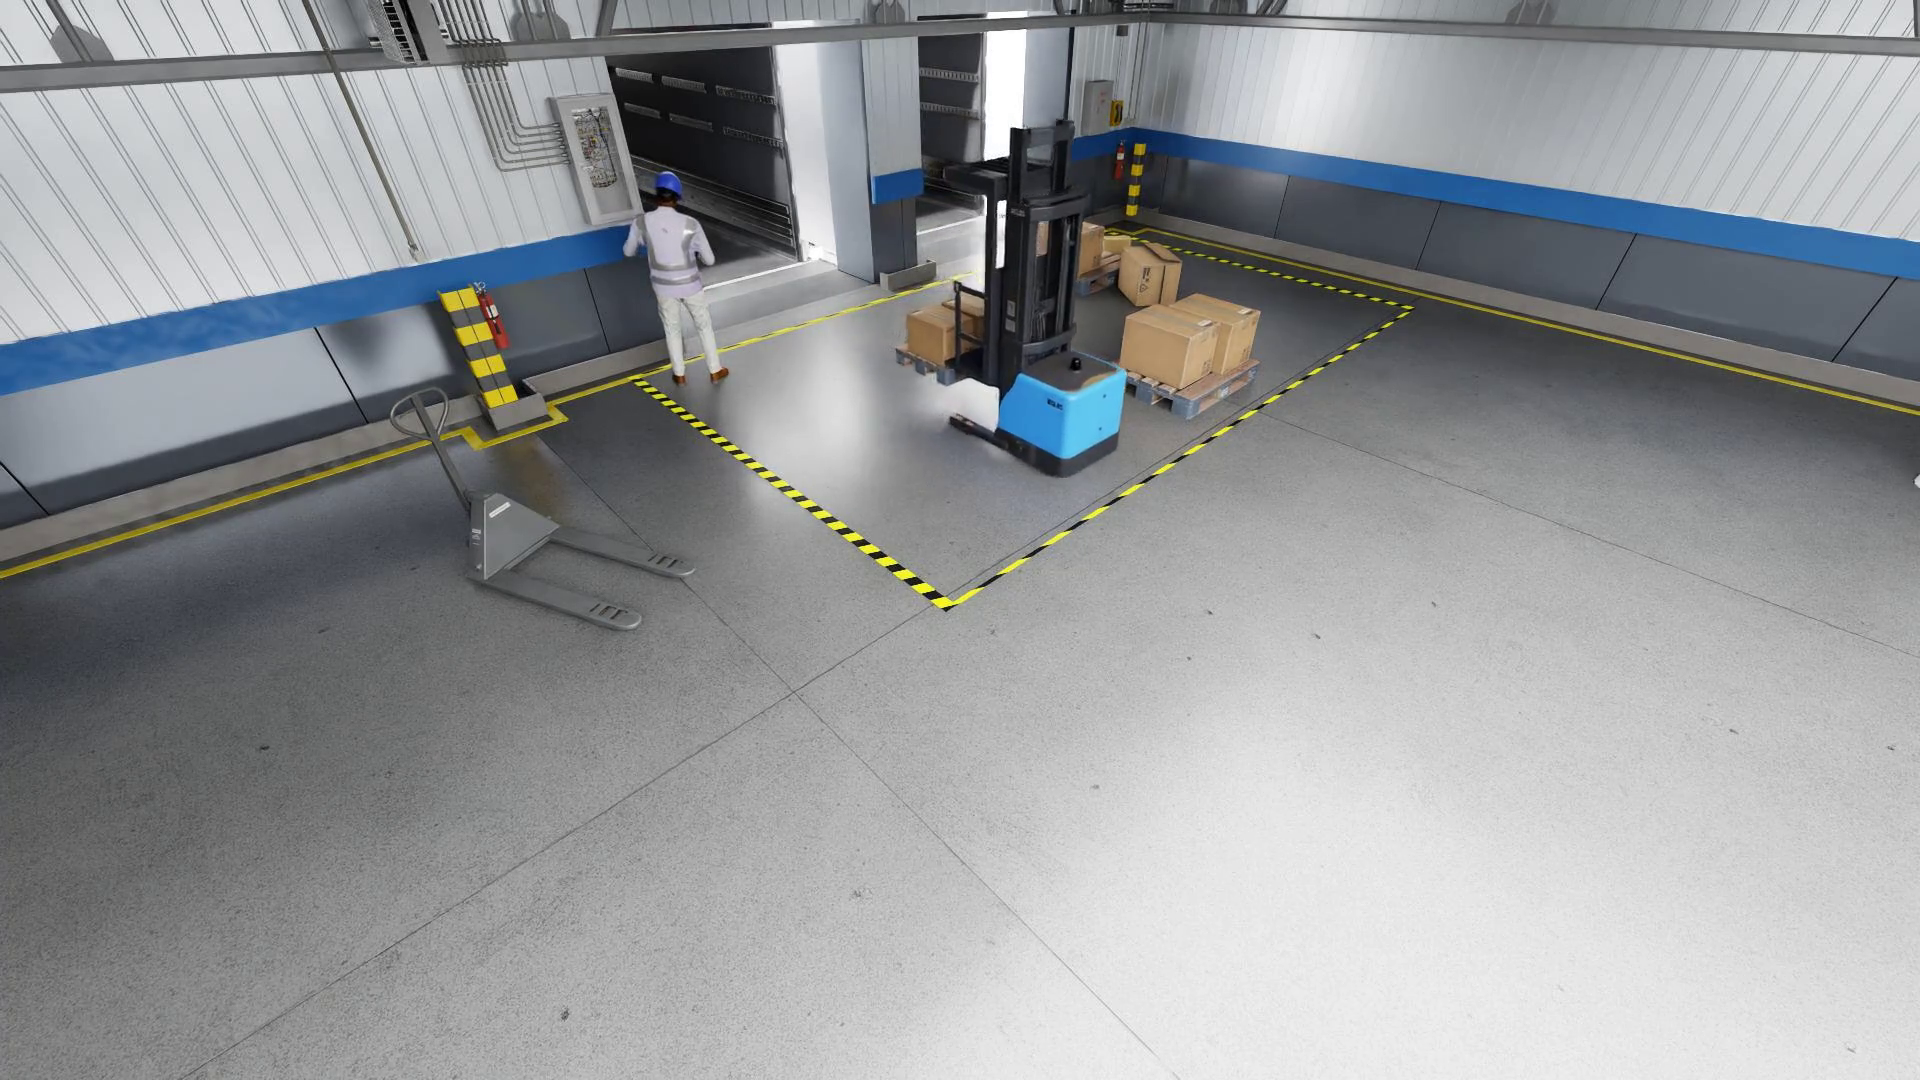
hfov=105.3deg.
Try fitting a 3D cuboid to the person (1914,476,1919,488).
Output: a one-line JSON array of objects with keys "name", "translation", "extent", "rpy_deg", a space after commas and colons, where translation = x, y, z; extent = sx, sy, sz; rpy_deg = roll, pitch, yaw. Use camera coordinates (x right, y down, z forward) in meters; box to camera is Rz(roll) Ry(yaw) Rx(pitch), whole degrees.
[{"name": "person", "translation": [7.763, -1.042, 5.251], "extent": [0.522, 1.722, 0.329], "rpy_deg": [-10, 39, -13]}]

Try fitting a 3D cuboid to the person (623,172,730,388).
[{"name": "person", "translation": [-2.651, -2.418, 6.882], "extent": [0.773, 1.879, 0.699], "rpy_deg": [-7, 38, -9]}]

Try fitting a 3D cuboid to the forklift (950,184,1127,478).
[{"name": "forklift", "translation": [0.779, -1.583, 5.665], "extent": [0.716, 2.013, 0.776], "rpy_deg": [-30, 47, -33]}]

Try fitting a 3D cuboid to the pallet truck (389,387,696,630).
[{"name": "pallet truck", "translation": [-2.613, -0.247, 4.593], "extent": [1.601, 1.201, 0.680], "rpy_deg": [14, 40, 17]}]
